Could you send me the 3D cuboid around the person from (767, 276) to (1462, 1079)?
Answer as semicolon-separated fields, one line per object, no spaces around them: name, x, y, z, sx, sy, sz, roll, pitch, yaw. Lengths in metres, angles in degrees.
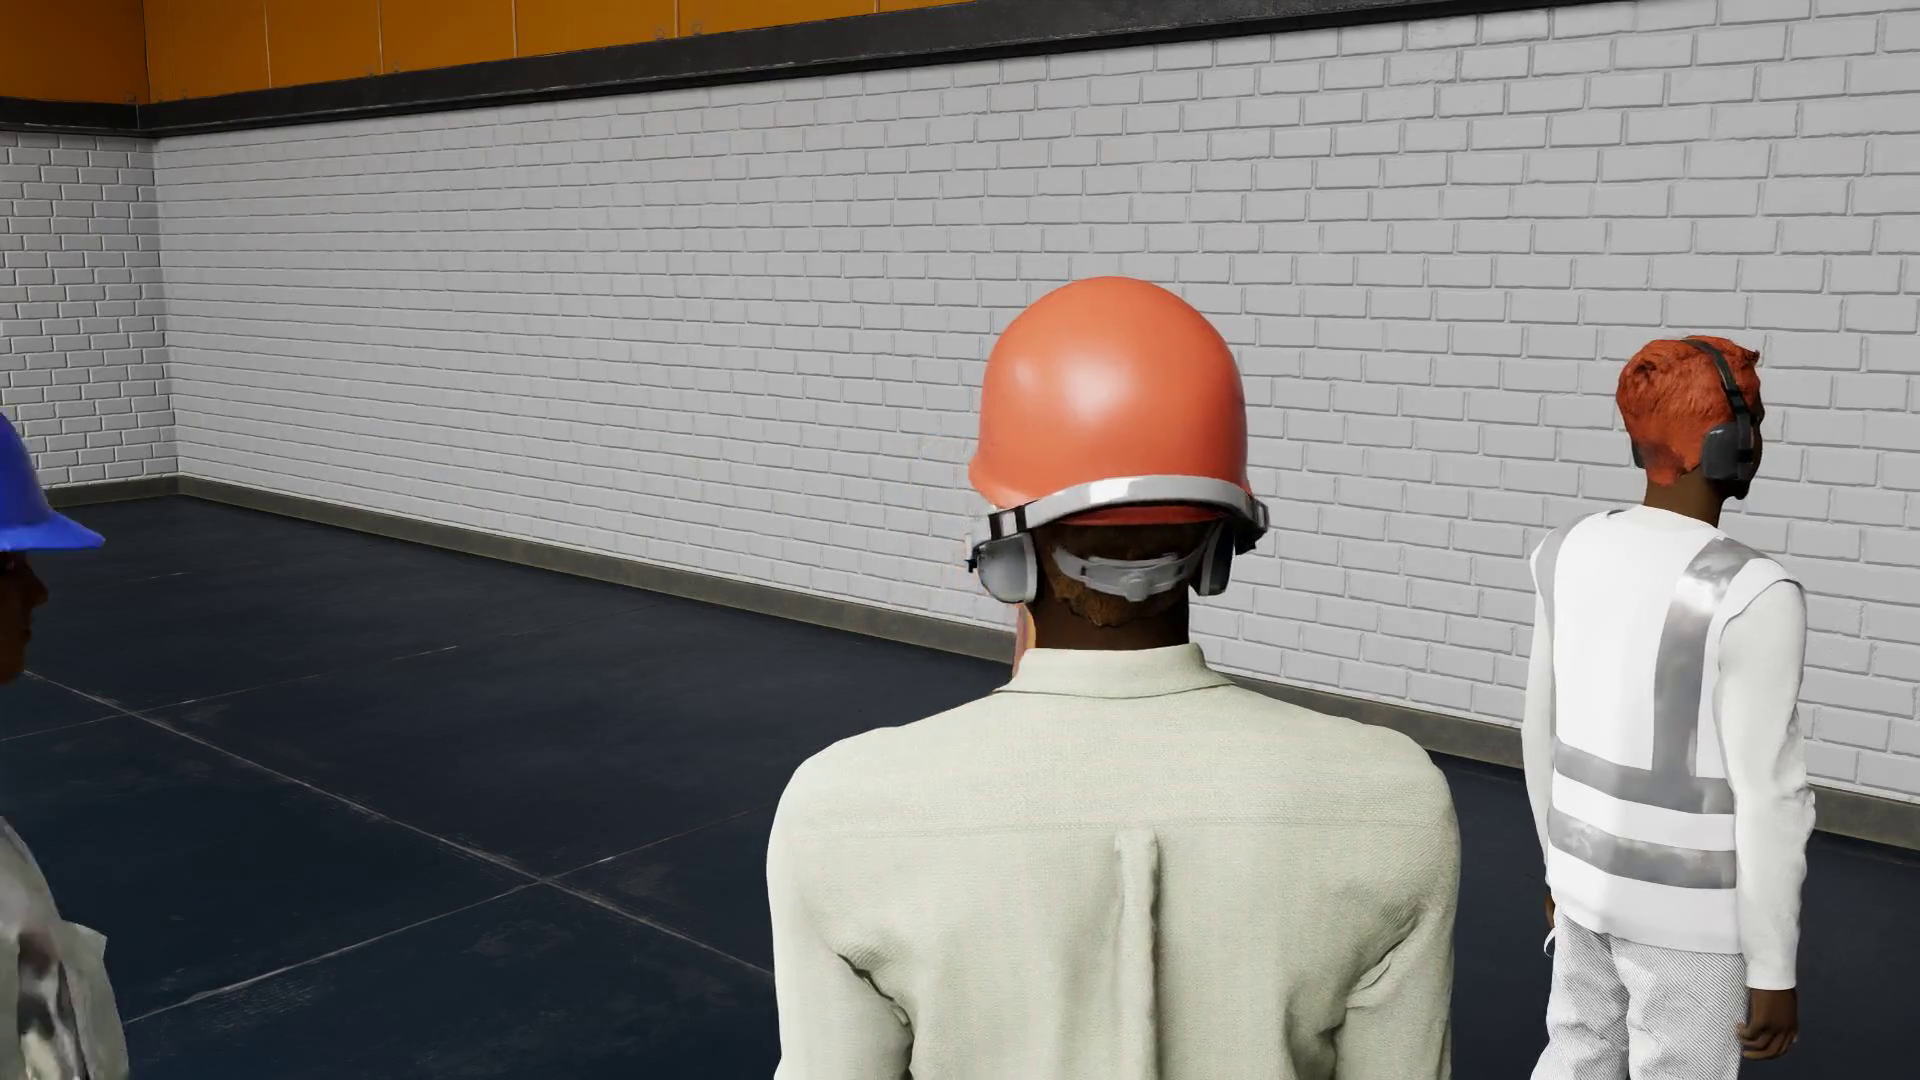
person;0.136;0.768;1.534;0.612;1.997;0.375;-1;10;-5

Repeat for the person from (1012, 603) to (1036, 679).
person;0.280;0.556;3.877;0.871;1.599;0.527;-4;11;-24

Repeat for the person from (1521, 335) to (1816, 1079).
person;1.166;0.606;2.775;0.356;1.885;0.574;-4;11;-19

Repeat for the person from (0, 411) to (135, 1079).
person;-1.050;0.799;1.588;0.871;1.922;0.619;-7;12;-35
